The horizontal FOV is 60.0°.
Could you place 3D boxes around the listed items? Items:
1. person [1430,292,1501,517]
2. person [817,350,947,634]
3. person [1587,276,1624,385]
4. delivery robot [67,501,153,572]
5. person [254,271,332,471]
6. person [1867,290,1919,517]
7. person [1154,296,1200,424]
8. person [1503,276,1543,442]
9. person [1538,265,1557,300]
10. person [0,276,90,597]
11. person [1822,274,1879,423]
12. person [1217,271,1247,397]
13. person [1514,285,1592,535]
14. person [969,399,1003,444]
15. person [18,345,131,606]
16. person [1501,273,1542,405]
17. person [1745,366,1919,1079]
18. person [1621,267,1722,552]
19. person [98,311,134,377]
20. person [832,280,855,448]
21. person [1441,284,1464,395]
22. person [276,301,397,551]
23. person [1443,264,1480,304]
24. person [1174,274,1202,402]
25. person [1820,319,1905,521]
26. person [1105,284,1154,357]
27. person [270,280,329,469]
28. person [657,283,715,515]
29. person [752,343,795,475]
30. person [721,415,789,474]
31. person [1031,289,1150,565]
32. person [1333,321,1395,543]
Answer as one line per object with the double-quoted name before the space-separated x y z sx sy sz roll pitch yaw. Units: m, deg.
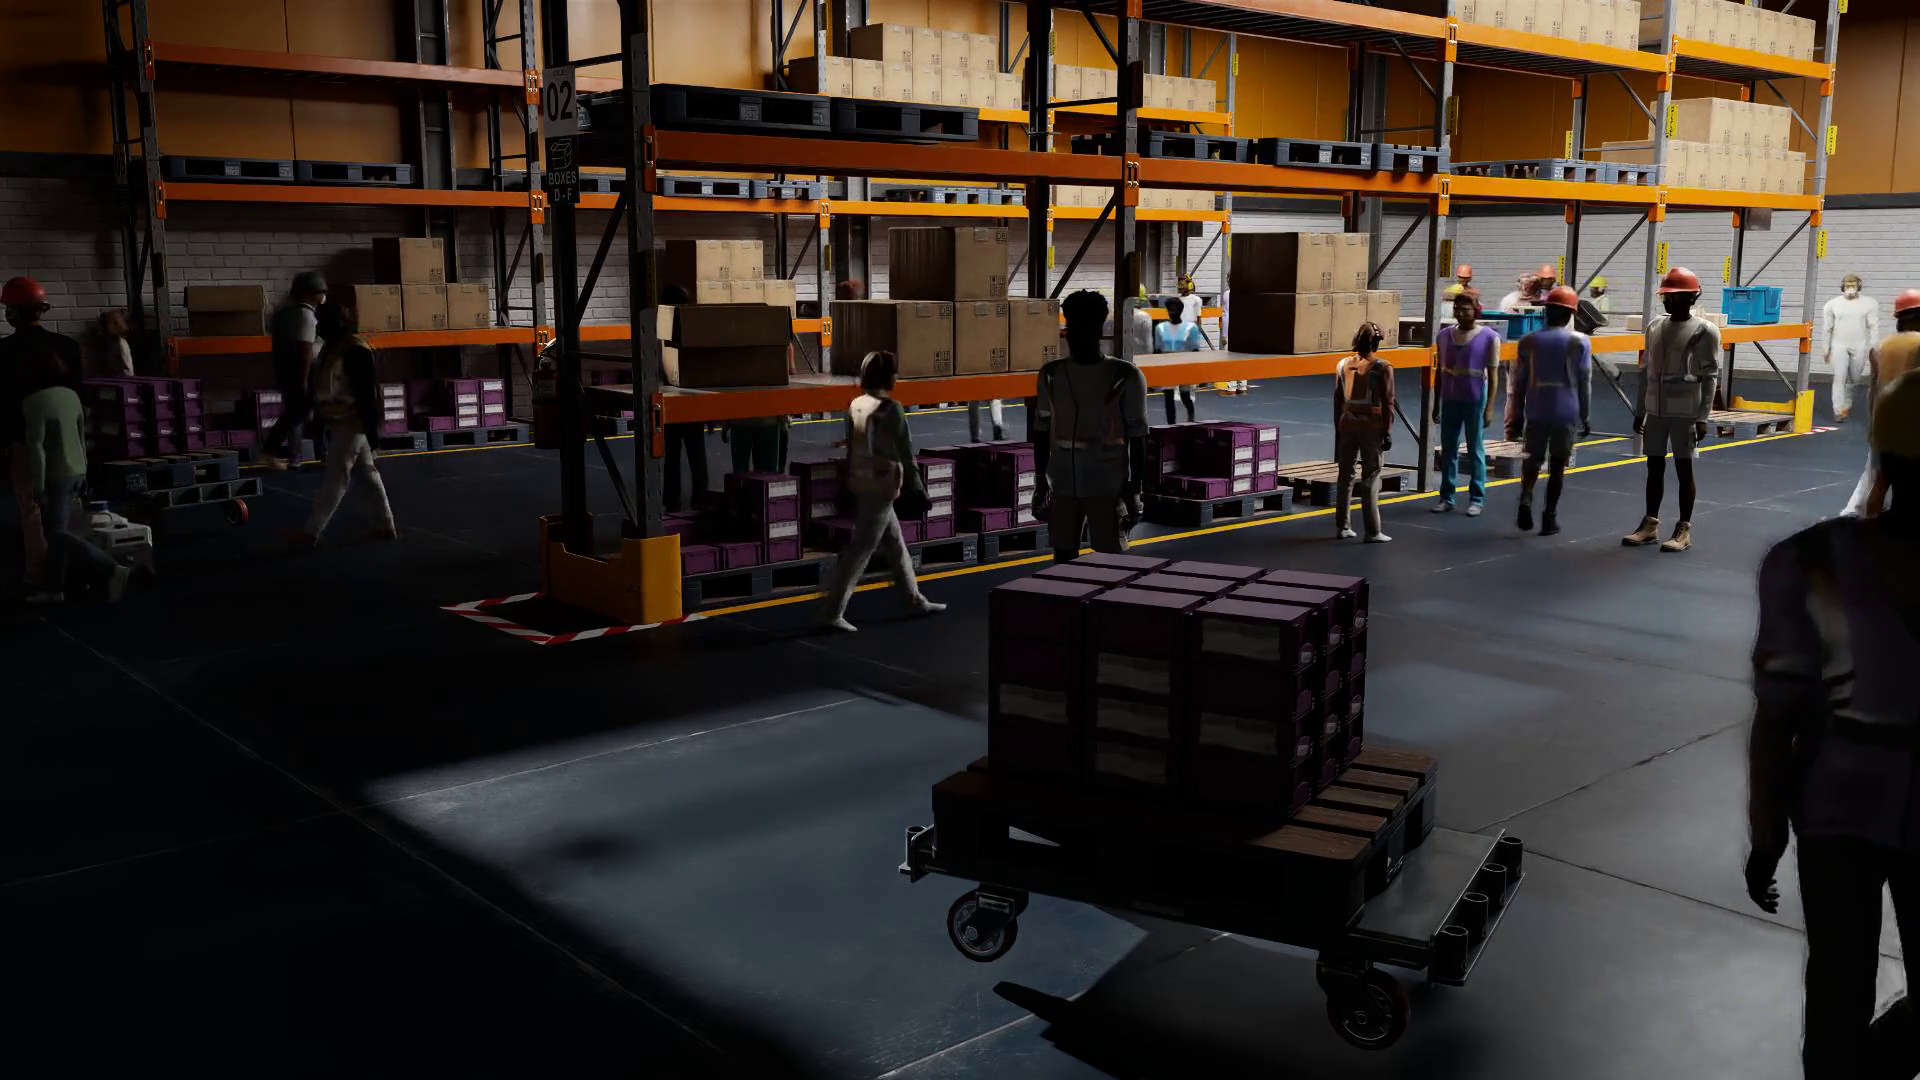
"person" 4.159 -1.117 13.686 0.387 1.835 0.565 -9 13 -43
"person" -0.471 -0.276 9.473 0.882 1.593 0.525 -5 11 -27
"person" 10.238 -3.320 26.640 0.747 1.811 0.610 0 10 0
"delivery robot" -5.499 -0.007 10.651 0.707 0.478 0.477 7 12 35
"person" -6.486 -1.686 16.413 1.025 2.000 0.685 -6 11 -31
"person" 6.689 -0.813 11.756 0.808 1.882 0.580 -6 12 -32
"person" 2.528 -1.998 19.330 0.541 1.679 0.559 3 10 19
"person" 6.443 -2.024 18.825 0.401 1.899 0.636 -6 11 -30
"person" 8.838 -3.149 25.133 0.631 1.997 1.043 -1 10 -5
"person" -5.755 -0.636 10.391 0.373 1.997 0.615 5 11 26
"person" 11.461 -2.479 21.466 0.638 1.906 0.951 4 11 23
"person" 4.179 -3.143 25.265 0.361 1.932 0.630 9 13 42
"person" 4.486 -0.971 12.627 0.546 1.908 0.472 7 12 35
"person" 0.268 -1.903 18.345 0.583 1.813 0.700 -1 10 -8
"person" -5.384 -0.372 10.003 0.704 1.601 0.515 1 10 5
"person" 7.778 -2.737 23.005 0.646 1.892 0.442 -2 10 -9
"person" 1.980 0.574 3.554 0.592 1.911 0.545 2 10 14
"person" 5.132 -0.935 12.000 0.378 2.045 0.605 -6 11 -31
"person" -7.948 -1.334 15.618 0.797 1.601 0.503 -5 11 -28
"person" -1.120 -1.940 18.462 0.421 1.850 0.645 8 12 38
"person" 7.472 -3.018 25.214 0.928 1.693 0.495 -5 11 -26
"person" -4.564 -0.827 12.102 0.958 1.793 0.664 -8 12 -39
"person" 7.865 -3.319 26.114 0.613 1.991 0.392 -1 10 -5
"person" 3.261 -2.924 24.173 0.532 1.865 0.311 9 13 41
"person" 6.894 -0.866 12.286 0.915 1.801 0.646 -3 10 -15
"person" 1.999 -2.088 19.461 0.586 1.809 0.407 7 12 35
"person" -6.521 -1.647 16.618 0.663 1.893 0.395 -4 10 -20
"person" -2.153 -1.020 12.878 0.596 1.915 0.373 3 10 19
"person" -1.749 -1.265 14.965 0.556 1.694 0.444 -1 10 -4
"person" -1.520 -0.846 12.324 0.523 1.760 0.325 0 10 2
"person" 0.636 -0.275 8.369 0.613 1.962 0.362 5 11 27
"person" 2.996 -0.797 12.376 0.315 1.641 0.515 -8 12 -38
